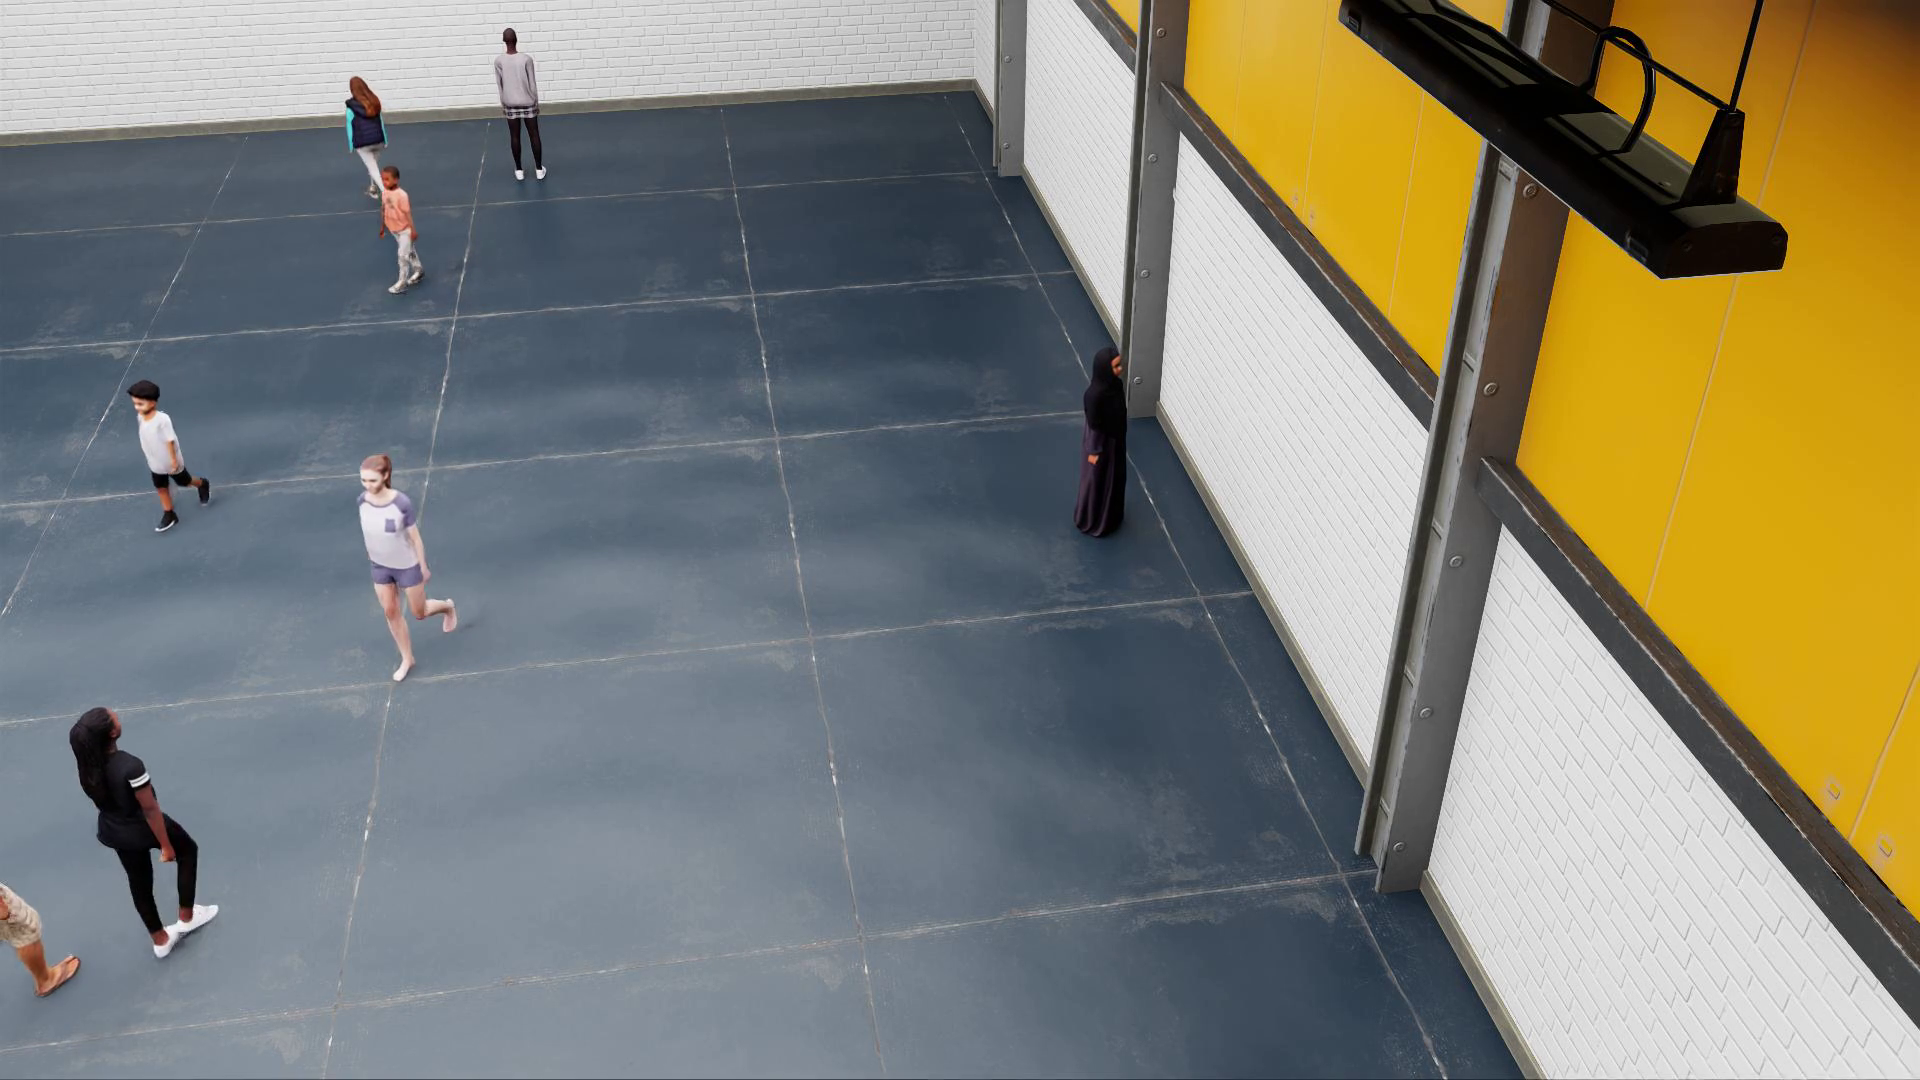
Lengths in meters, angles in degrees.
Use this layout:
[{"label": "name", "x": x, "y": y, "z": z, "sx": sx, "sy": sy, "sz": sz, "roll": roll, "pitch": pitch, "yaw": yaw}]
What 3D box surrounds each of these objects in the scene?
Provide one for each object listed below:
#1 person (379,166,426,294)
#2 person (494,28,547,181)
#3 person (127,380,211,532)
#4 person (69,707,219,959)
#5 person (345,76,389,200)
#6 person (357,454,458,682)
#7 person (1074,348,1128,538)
[{"label": "person", "x": -5.712, "y": -3.244, "z": 17.144, "sx": 0.757, "sy": 1.292, "sz": 0.813, "roll": 22, "pitch": 40, "yaw": 30}, {"label": "person", "x": -5.171, "y": -5.117, "z": 19.531, "sx": 0.612, "sy": 1.769, "sz": 0.516, "roll": -4, "pitch": 34, "yaw": -6}, {"label": "person", "x": -6.377, "y": -0.723, "z": 13.391, "sx": 0.678, "sy": 1.247, "sz": 0.880, "roll": 8, "pitch": 34, "yaw": 12}, {"label": "person", "x": -4.668, "y": 1.692, "z": 9.332, "sx": 0.763, "sy": 1.719, "sz": 0.800, "roll": 9, "pitch": 35, "yaw": 14}, {"label": "person", "x": -6.668, "y": -4.481, "z": 18.844, "sx": 1.042, "sy": 1.470, "sz": 0.920, "roll": 27, "pitch": 42, "yaw": 34}, {"label": "person", "x": -3.895, "y": 0.129, "z": 11.658, "sx": 0.790, "sy": 1.746, "sz": 0.979, "roll": 8, "pitch": 34, "yaw": 12}, {"label": "person", "x": 1.133, "y": -0.799, "z": 13.173, "sx": 0.774, "sy": 1.615, "sz": 0.717, "roll": 23, "pitch": 40, "yaw": 30}]
